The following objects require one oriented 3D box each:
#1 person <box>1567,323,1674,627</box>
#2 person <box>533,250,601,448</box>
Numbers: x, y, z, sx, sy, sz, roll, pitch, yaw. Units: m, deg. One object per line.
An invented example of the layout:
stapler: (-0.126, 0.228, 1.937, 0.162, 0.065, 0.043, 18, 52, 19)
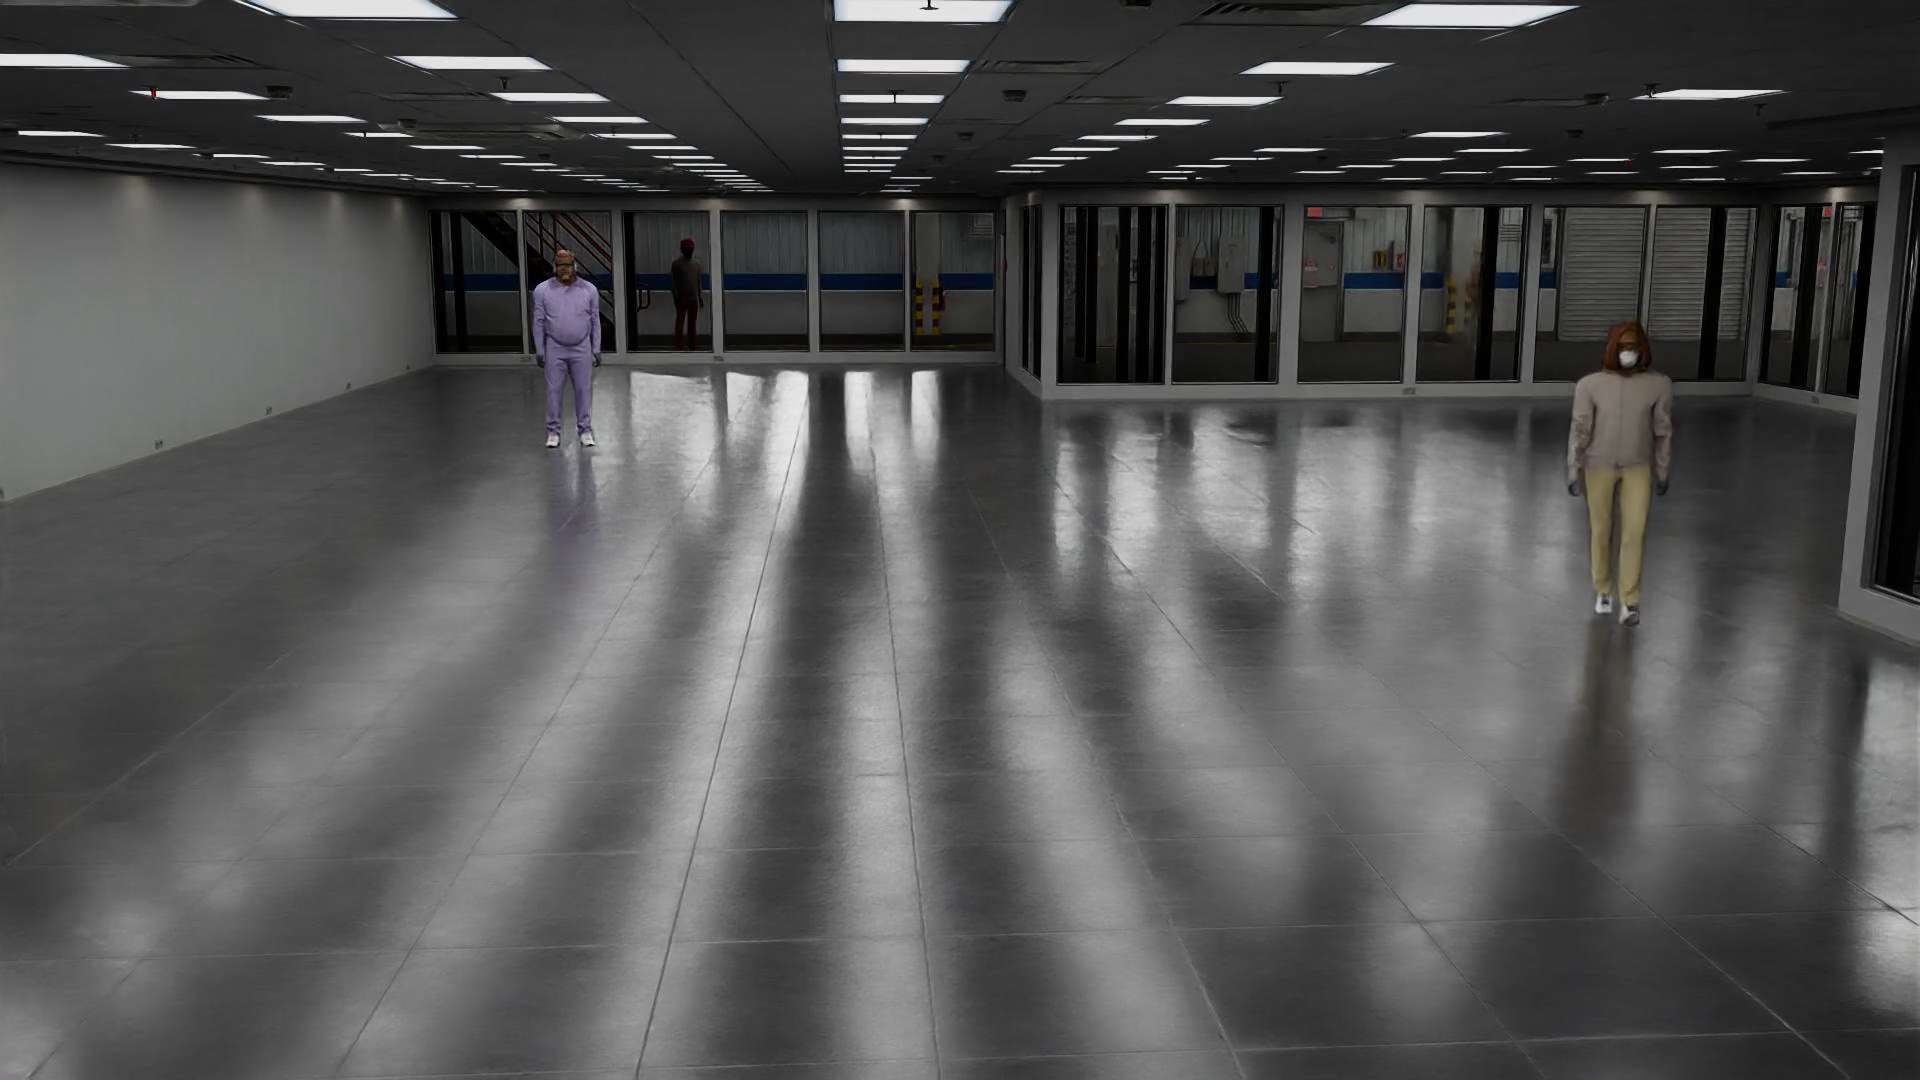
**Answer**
person: (3.495, -0.340, 8.829, 0.523, 1.591, 0.831, 4, 11, 20)
person: (-3.805, -1.852, 16.175, 0.643, 1.908, 0.399, -3, 11, -17)
